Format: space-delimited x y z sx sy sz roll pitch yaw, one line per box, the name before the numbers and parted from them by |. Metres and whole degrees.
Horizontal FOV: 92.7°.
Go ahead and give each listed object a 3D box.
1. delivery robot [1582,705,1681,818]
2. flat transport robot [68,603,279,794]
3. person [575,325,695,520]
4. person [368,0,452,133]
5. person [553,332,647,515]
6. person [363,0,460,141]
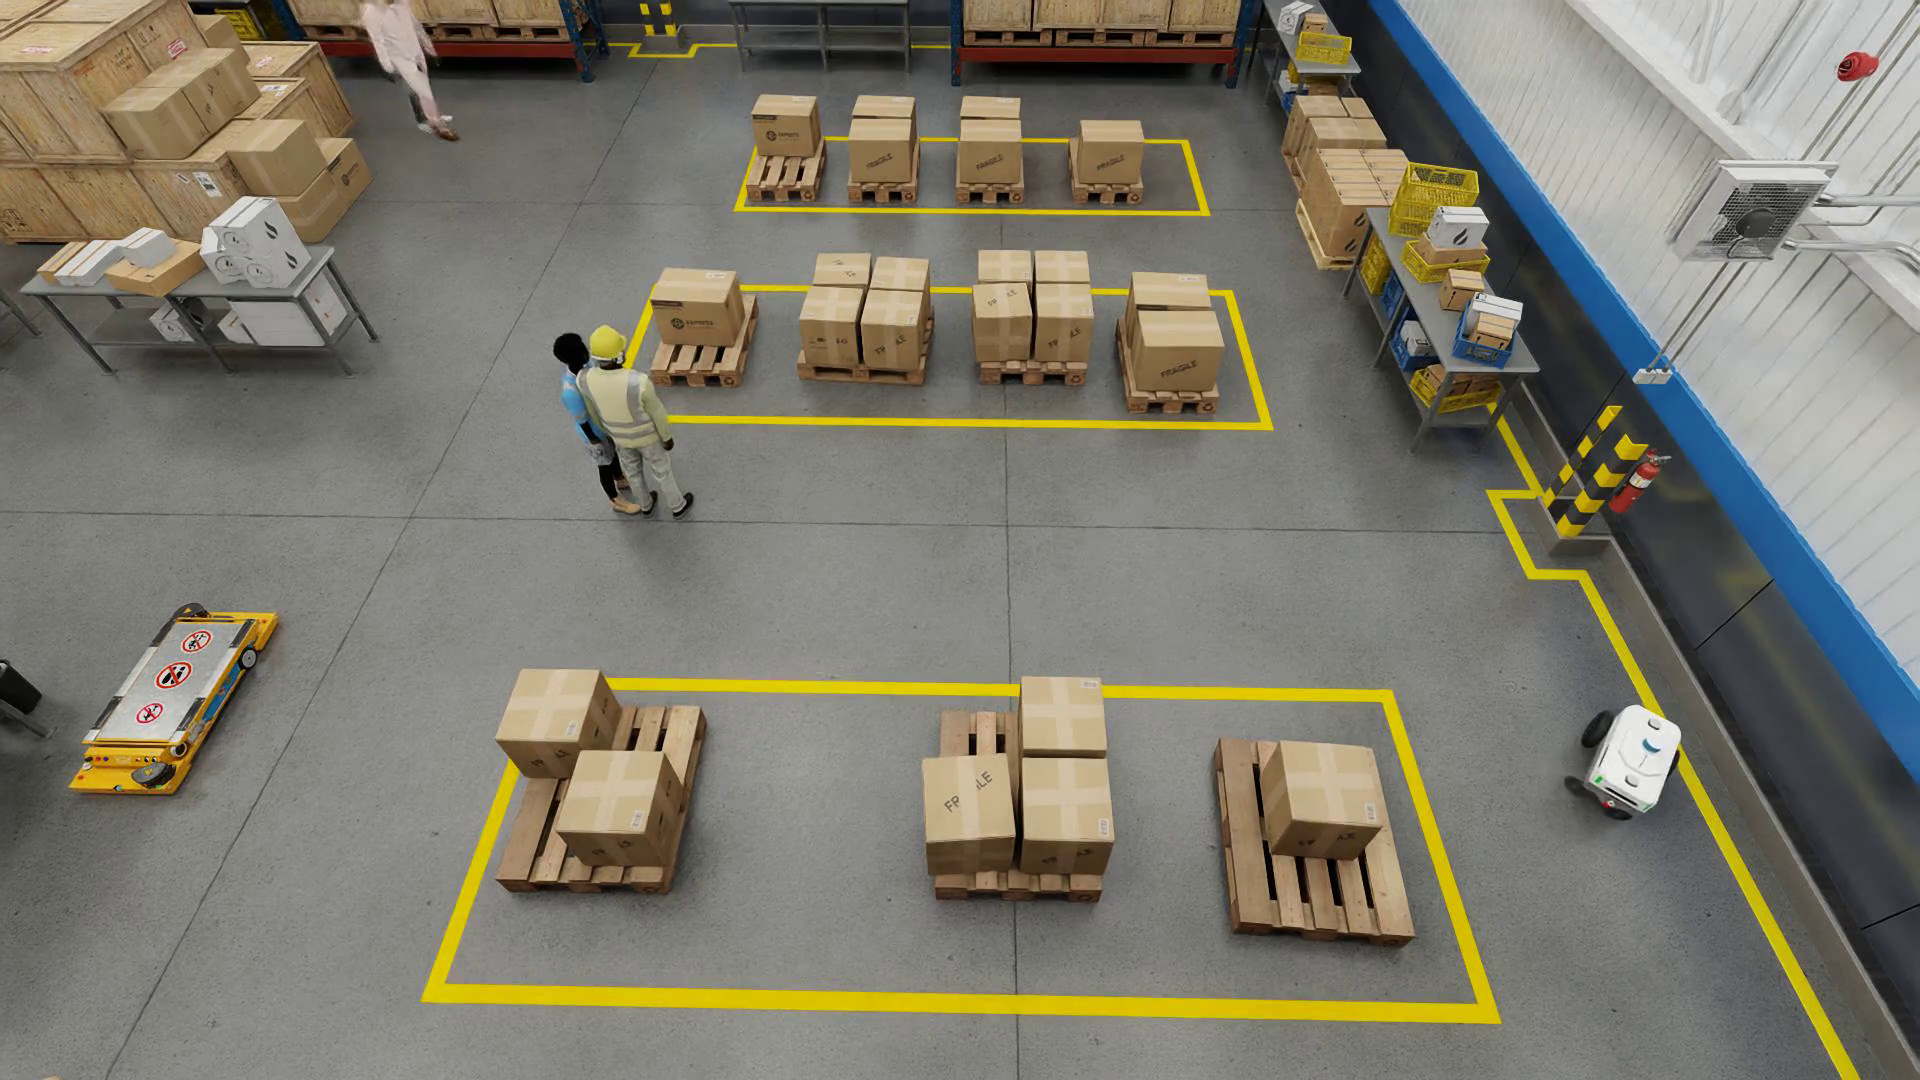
delivery robot | 4.346 1.416 5.907 0.477 0.478 0.707 33 57 25
flat transport robot | -5.504 1.072 6.442 0.652 0.197 1.431 1 50 1
person | -2.501 -0.859 7.059 0.591 1.834 0.404 6 50 5
person | -6.966 -6.134 11.480 0.384 1.905 0.606 -1 50 -1
person | -2.824 -0.908 7.188 0.315 1.696 0.541 -3 50 -2
person | -6.694 -5.910 11.298 0.766 1.878 0.684 14 51 12
